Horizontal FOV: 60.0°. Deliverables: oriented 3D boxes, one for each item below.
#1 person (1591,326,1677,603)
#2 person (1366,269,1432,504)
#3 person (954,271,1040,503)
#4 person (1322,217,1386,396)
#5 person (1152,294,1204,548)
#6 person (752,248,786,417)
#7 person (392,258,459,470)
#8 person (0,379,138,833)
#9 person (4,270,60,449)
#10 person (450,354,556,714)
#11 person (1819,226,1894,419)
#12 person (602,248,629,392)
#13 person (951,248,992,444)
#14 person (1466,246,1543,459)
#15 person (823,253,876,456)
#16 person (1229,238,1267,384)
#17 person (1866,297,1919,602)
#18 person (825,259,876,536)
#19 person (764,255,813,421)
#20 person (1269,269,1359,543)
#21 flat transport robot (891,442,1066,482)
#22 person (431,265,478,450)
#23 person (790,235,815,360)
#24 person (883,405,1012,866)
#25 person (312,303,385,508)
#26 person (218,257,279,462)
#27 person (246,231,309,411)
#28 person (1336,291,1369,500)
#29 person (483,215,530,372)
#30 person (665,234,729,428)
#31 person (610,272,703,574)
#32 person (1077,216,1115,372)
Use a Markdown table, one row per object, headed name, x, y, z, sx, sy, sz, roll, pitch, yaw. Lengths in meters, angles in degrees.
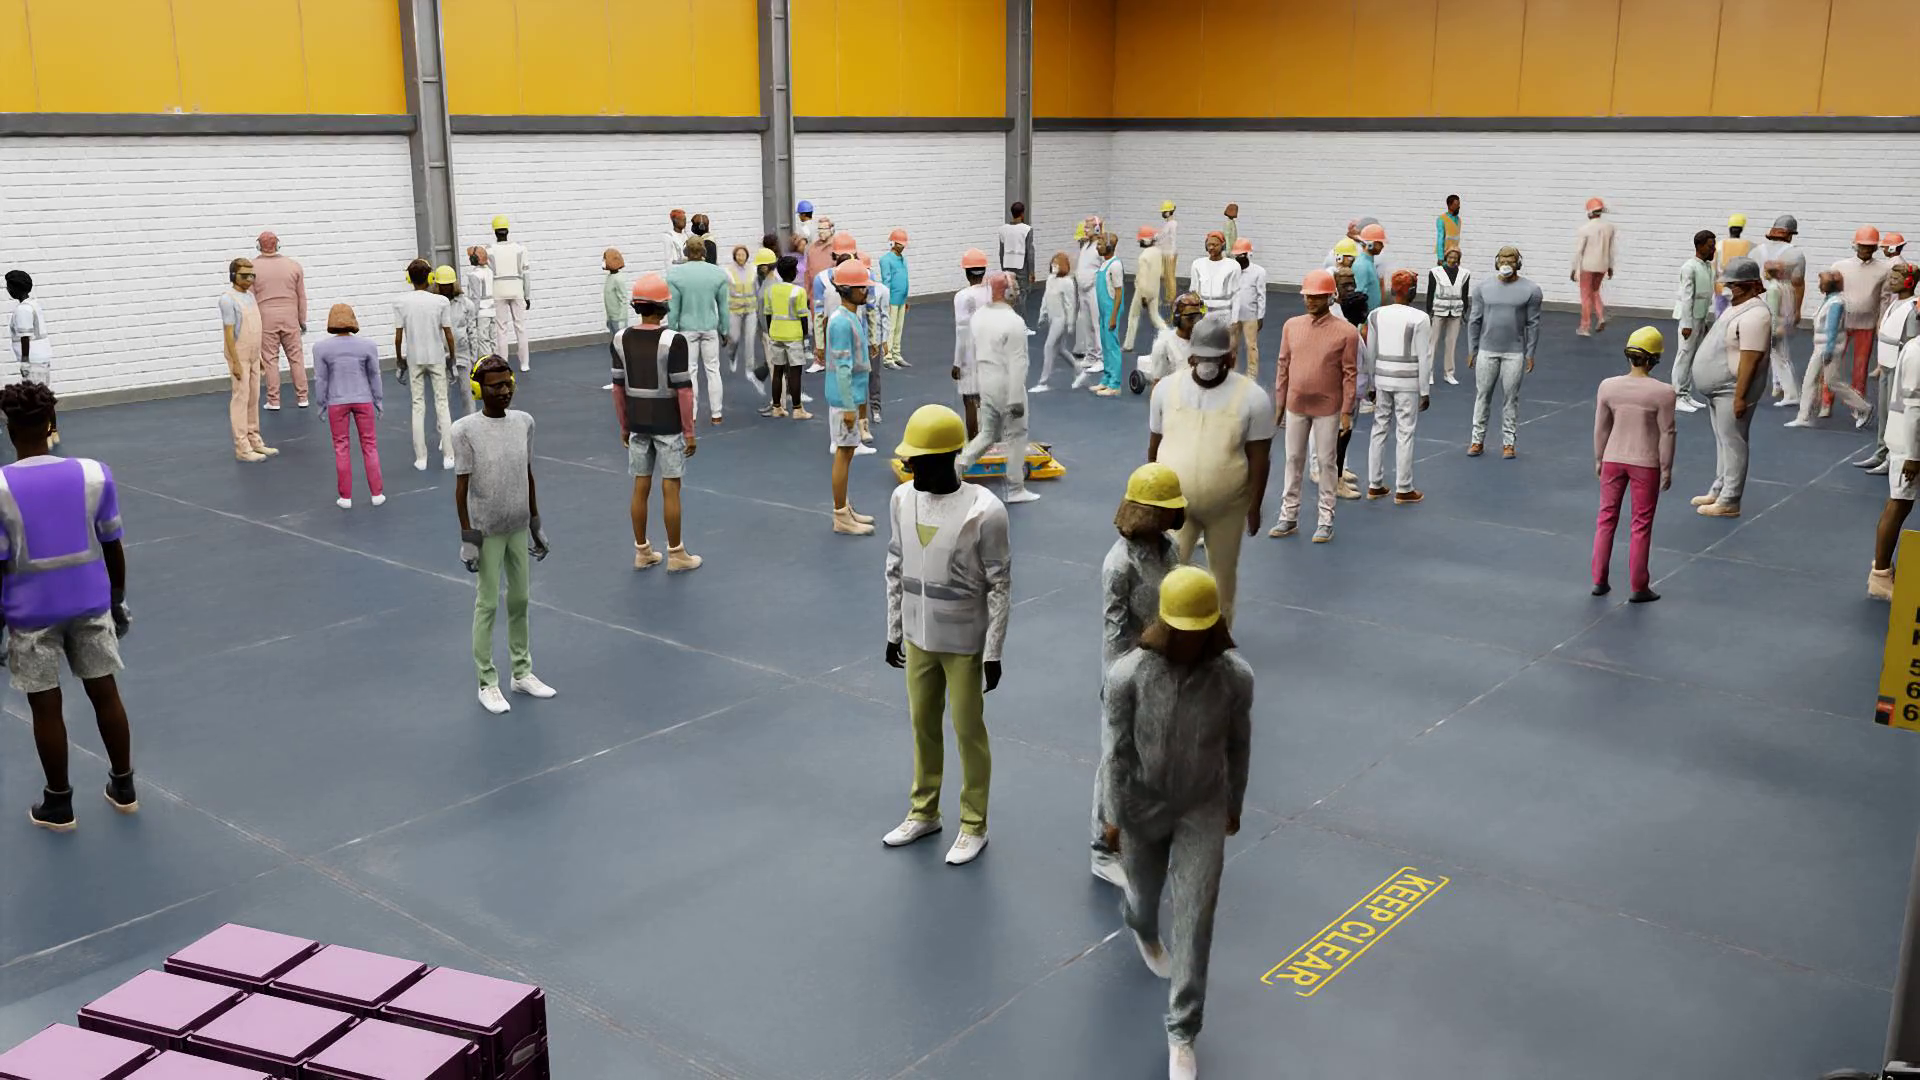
| name | x | y | z | sx | sy | sz | roll | pitch | yaw |
| --- | --- | --- | --- | --- | --- | --- | --- | --- | --- |
| person | 4.311 | -0.480 | 10.651 | 0.311 | 1.769 | 0.522 | -13 | 19 | -43 |
| person | 3.538 | -1.233 | 13.425 | 0.355 | 1.883 | 0.575 | -13 | 19 | -43 |
| person | 0.274 | -1.195 | 13.271 | 0.750 | 1.887 | 0.653 | -9 | 17 | -32 |
| person | 4.404 | -2.655 | 18.784 | 0.857 | 2.000 | 0.535 | 9 | 17 | 32 |
| person | 1.588 | -0.836 | 11.909 | 0.504 | 1.847 | 0.345 | -11 | 18 | -36 |
| person | -1.997 | -2.173 | 17.436 | 0.339 | 1.761 | 0.524 | -4 | 15 | -17 |
| person | -4.725 | -1.549 | 14.724 | 0.539 | 1.863 | 0.313 | -3 | 14 | -12 |
| person | -3.906 | 0.285 | 7.185 | 0.362 | 1.963 | 0.613 | 12 | 19 | 40 |
| person | -8.735 | -1.696 | 15.673 | 0.319 | 1.686 | 0.539 | -5 | 15 | -18 |
| person | -2.382 | -0.042 | 8.689 | 0.328 | 1.872 | 0.515 | 11 | 18 | 37 |
| person | 9.296 | -2.254 | 17.276 | 0.618 | 1.992 | 0.388 | 5 | 15 | 19 |
| person | -3.933 | -2.507 | 19.011 | 0.285 | 1.636 | 0.499 | -7 | 16 | -27 |
| person | 0.135 | -1.653 | 14.991 | 0.553 | 1.934 | 0.355 | -13 | 19 | -41 |
| person | 4.964 | -1.716 | 15.238 | 0.629 | 1.940 | 0.372 | 6 | 15 | 22 |
| person | -1.040 | -1.712 | 15.375 | 0.517 | 1.865 | 0.328 | 13 | 19 | 42 |
| person | 3.248 | -2.604 | 19.186 | 0.571 | 1.744 | 0.352 | 9 | 17 | 32 |
| person | 6.123 | -0.614 | 10.622 | 0.391 | 2.041 | 0.615 | 8 | 16 | 29 |
| person | -0.809 | -1.062 | 12.411 | 0.390 | 2.045 | 0.607 | 0 | 14 | 1 |
| person | -1.775 | -2.081 | 17.186 | 0.539 | 1.695 | 0.319 | 9 | 16 | 31 |
| person | 2.588 | -0.979 | 12.179 | 0.609 | 1.996 | 0.379 | 9 | 17 | 32 |
| flat transport robot | 0.155 | -0.687 | 14.507 | 1.431 | 0.197 | 0.652 | -3 | 14 | -11 |
| person | -4.764 | -1.705 | 15.611 | 0.480 | 1.734 | 0.334 | -5 | 15 | -18 |
| person | -2.127 | -3.195 | 21.812 | 0.722 | 1.619 | 0.519 | 12 | 18 | 39 |
| person | -0.074 | 0.390 | 6.850 | 0.594 | 1.922 | 0.374 | 10 | 17 | 35 |
| person | -4.872 | -1.073 | 13.287 | 0.507 | 1.631 | 0.276 | -6 | 15 | -23 |
| person | -6.489 | -1.637 | 15.122 | 0.347 | 1.841 | 0.505 | 1 | 14 | 4 |
| person | -7.318 | -2.341 | 17.798 | 0.641 | 1.910 | 0.401 | -9 | 16 | -31 |
| person | 3.185 | -1.190 | 13.627 | 0.316 | 1.695 | 0.541 | 2 | 14 | 9 |
| person | -5.571 | -3.008 | 20.427 | 0.585 | 1.925 | 0.377 | -7 | 16 | -25 |
| person | -2.638 | -2.096 | 16.757 | 0.638 | 1.938 | 0.357 | -5 | 15 | -21 |
| person | -2.054 | -0.783 | 11.290 | 0.610 | 2.048 | 0.366 | 6 | 15 | 22 |
| person | 1.640 | -3.037 | 20.583 | 0.407 | 1.906 | 0.655 | -6 | 15 | -23 |
